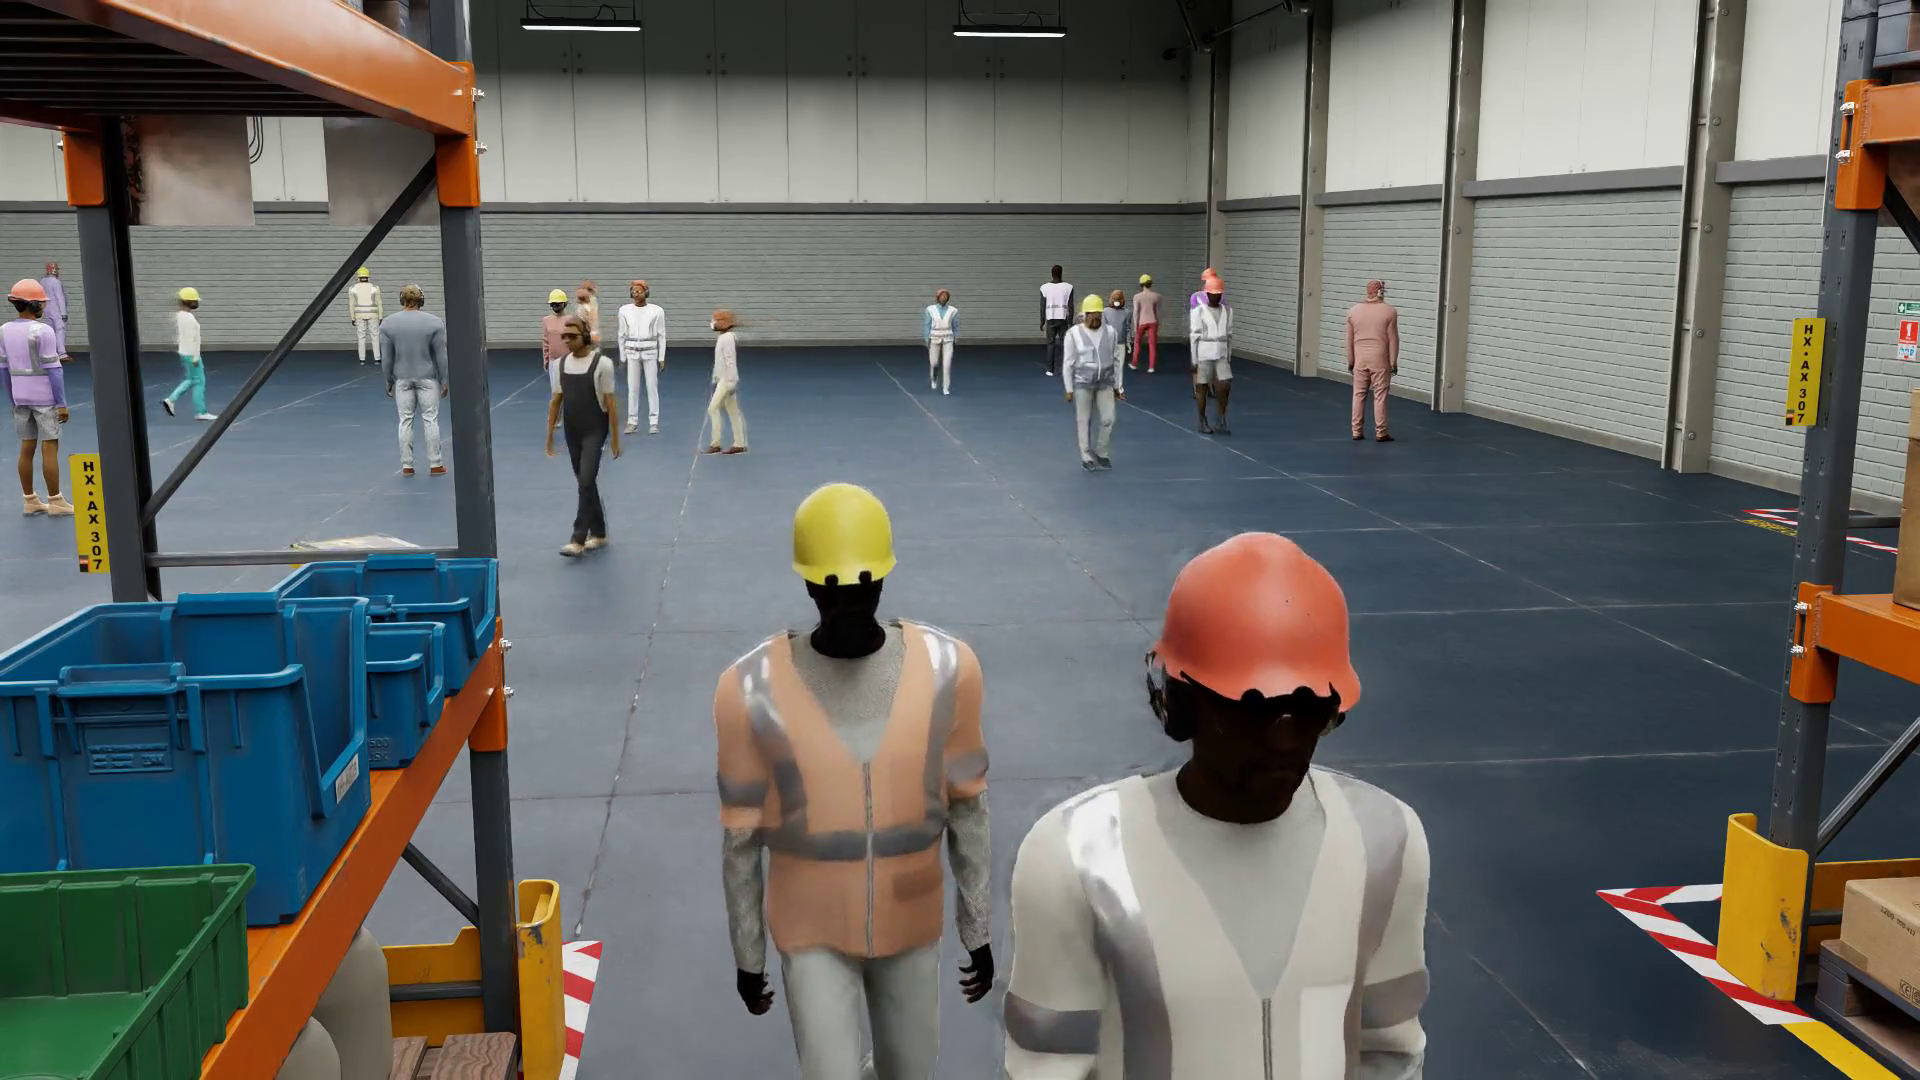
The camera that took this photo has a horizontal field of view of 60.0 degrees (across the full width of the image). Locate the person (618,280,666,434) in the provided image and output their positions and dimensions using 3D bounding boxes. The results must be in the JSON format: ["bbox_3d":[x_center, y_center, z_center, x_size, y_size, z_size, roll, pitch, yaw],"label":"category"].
[{"bbox_3d":[-3.884,-2.231,20.338,0.574,1.882,0.358,0,10,2],"label":"person"}]

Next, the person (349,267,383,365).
[{"bbox_3d":[-11.192,-4.222,31.379,0.591,1.837,0.403,-3,11,-15],"label":"person"}]

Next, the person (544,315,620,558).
[{"bbox_3d":[-2.897,-0.765,12.491,0.523,1.808,0.882,4,11,22],"label":"person"}]

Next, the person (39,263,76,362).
[{"bbox_3d":[-17.468,-4.401,32.164,0.643,1.909,0.411,6,12,31],"label":"person"}]

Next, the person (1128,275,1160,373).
[{"bbox_3d":[3.291,-3.846,29.635,0.529,1.728,0.881,-2,11,-11],"label":"person"}]

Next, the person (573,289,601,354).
[{"bbox_3d":[-5.732,-3.069,25.698,0.580,1.601,0.532,0,10,2],"label":"person"}]

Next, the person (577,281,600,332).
[{"bbox_3d":[-6.825,-3.900,30.251,0.627,1.614,0.393,9,14,40],"label":"person"}]

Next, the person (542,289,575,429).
[{"bbox_3d":[-4.976,-2.245,20.767,0.522,1.759,0.350,3,11,14],"label":"person"}]

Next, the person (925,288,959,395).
[{"bbox_3d":[-0.281,-3.047,25.513,0.524,1.620,0.517,-1,10,-4],"label":"person"}]

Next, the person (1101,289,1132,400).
[{"bbox_3d":[2.293,-2.874,24.547,0.499,1.633,0.281,-2,11,-11],"label":"person"}]

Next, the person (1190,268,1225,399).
[{"bbox_3d":[3.686,-3.064,24.750,0.543,1.939,0.356,-3,11,-16],"label":"person"}]

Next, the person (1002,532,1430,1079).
[{"bbox_3d":[0.354,0.970,2.390,0.623,2.028,0.633,-3,11,-15],"label":"person"}]

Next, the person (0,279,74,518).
[{"bbox_3d":[-7.926,-1.209,14.295,0.607,2.044,0.371,3,11,17],"label":"person"}]

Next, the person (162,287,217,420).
[{"bbox_3d":[-10.091,-2.425,21.735,0.578,1.750,0.539,-8,13,-38],"label":"person"}]

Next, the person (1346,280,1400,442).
[{"bbox_3d":[4.876,-2.108,19.616,0.636,1.903,0.404,8,13,36],"label":"person"}]

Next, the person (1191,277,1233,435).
[{"bbox_3d":[3.079,-2.214,20.144,0.565,1.910,0.746,-3,11,-15],"label":"person"}]

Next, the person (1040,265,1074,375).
[{"bbox_3d":[1.683,-3.810,28.914,0.588,1.913,0.398,0,10,3],"label":"person"}]

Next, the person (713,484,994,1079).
[{"bbox_3d":[-0.243,0.795,3.680,0.587,1.907,0.759,-3,11,-16],"label":"person"}]

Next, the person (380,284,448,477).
[{"bbox_3d":[-5.459,-1.594,16.691,0.635,1.937,0.352,-1,10,-8],"label":"person"}]

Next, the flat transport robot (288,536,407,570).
[{"bbox_3d":[-4.135,0.160,11.652,0.652,0.197,1.431,-9,14,-40],"label":"flat transport robot"}]

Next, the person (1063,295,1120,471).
[{"bbox_3d":[1.369,-1.590,17.000,0.630,1.814,0.520,-2,11,-13],"label":"person"}]

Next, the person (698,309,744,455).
[{"bbox_3d":[-2.677,-1.727,18.289,0.644,1.609,0.533,-3,11,-14],"label":"person"}]
